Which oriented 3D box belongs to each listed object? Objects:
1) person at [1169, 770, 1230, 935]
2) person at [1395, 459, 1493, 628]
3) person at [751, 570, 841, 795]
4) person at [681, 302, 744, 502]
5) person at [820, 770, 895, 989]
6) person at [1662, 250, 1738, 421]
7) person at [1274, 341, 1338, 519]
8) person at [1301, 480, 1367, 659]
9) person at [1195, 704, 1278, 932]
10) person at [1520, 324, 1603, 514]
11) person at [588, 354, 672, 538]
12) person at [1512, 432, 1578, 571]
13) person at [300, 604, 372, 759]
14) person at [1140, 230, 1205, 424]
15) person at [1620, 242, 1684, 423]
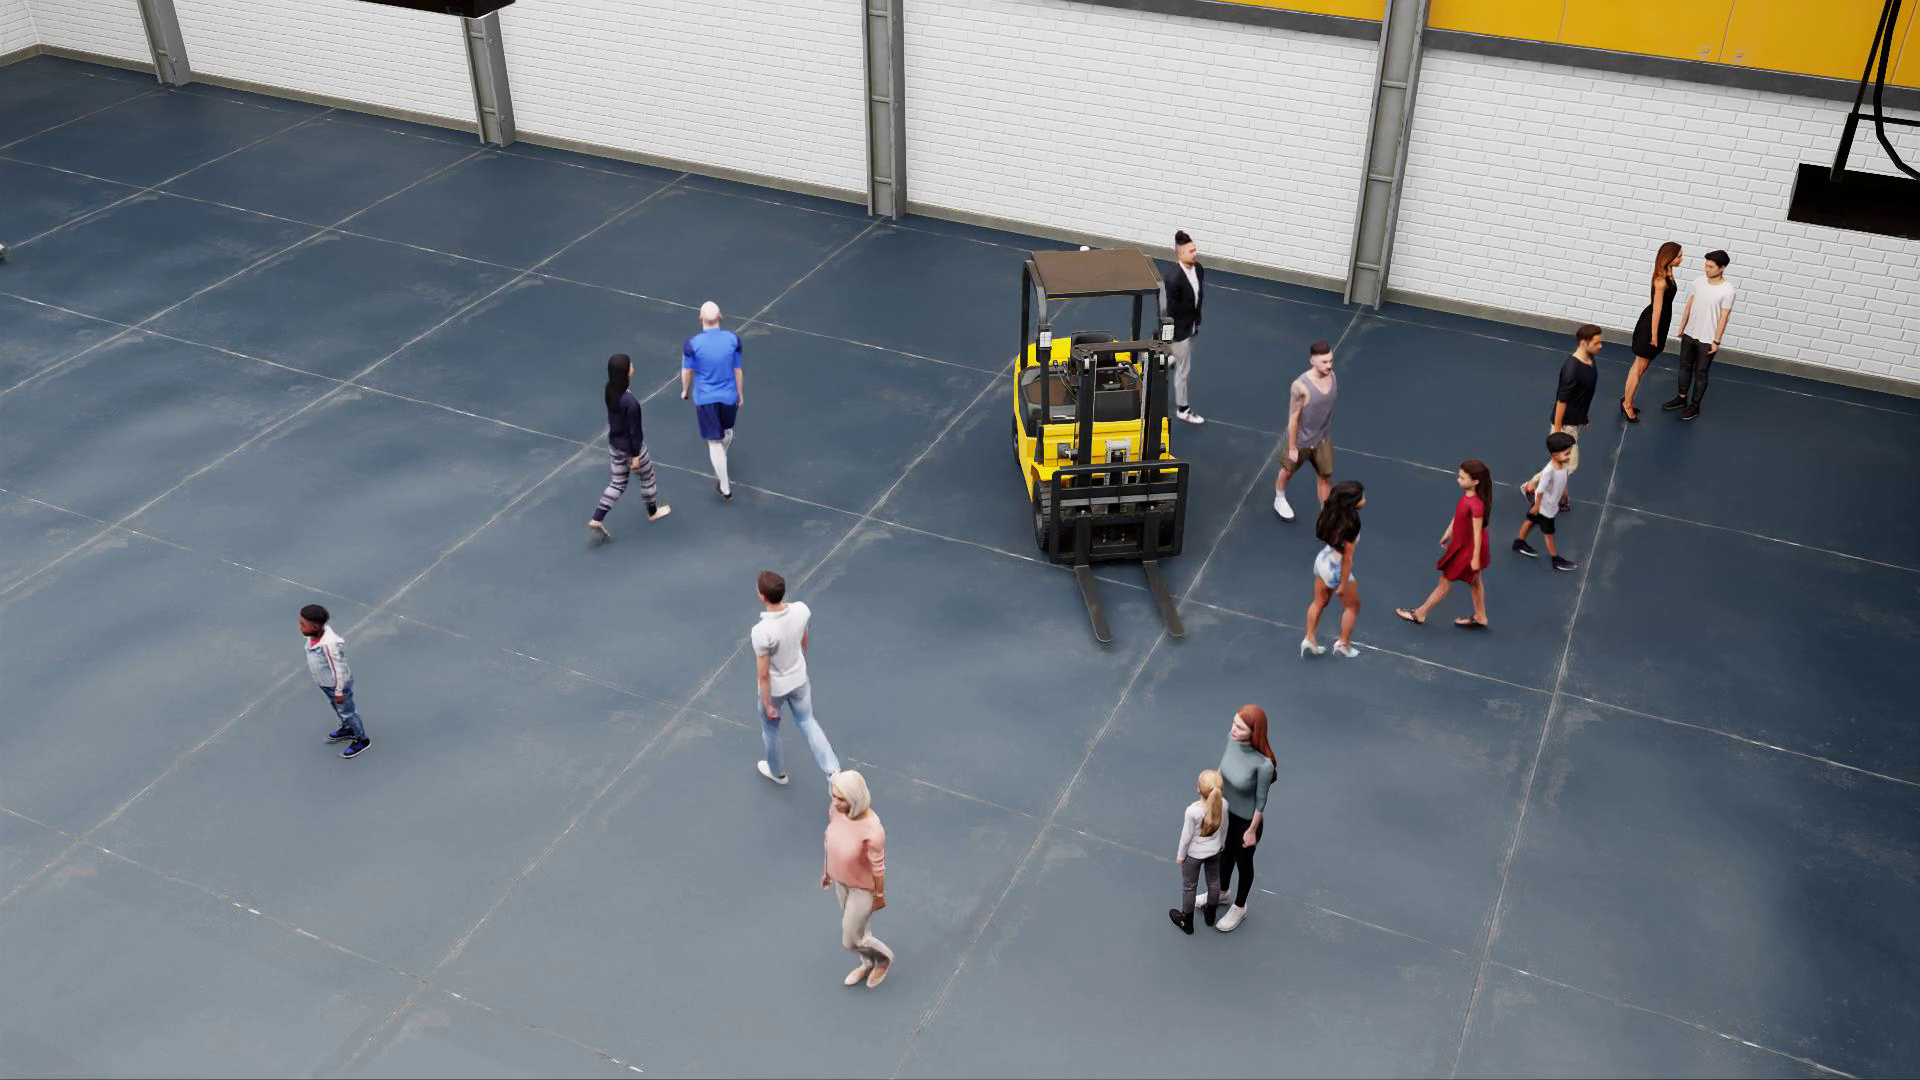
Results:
[{"bbox_3d":[1.535,1.960,10.514,0.580,1.279,0.638,-12,36,-18],"label":"person"},{"bbox_3d":[4.101,0.061,13.154,1.040,1.519,0.748,4,34,6],"label":"person"},{"bbox_3d":[-1.138,1.029,11.417,0.888,1.830,1.113,-28,43,-35],"label":"person"},{"bbox_3d":[-2.158,-1.202,14.814,1.153,1.785,1.237,-13,36,-19],"label":"person"},{"bbox_3d":[-0.559,2.011,10.047,0.766,1.712,0.674,-25,41,-33],"label":"person"},{"bbox_3d":[7.200,-2.005,16.086,0.778,1.715,0.691,-16,37,-22],"label":"person"},{"bbox_3d":[2.942,-0.928,14.352,1.082,1.803,1.218,-16,37,-22],"label":"person"},{"bbox_3d":[2.807,0.255,12.781,0.806,1.610,0.738,-8,34,-12],"label":"person"},{"bbox_3d":[1.755,1.724,10.450,0.731,1.743,0.651,-17,37,-23],"label":"person"},{"bbox_3d":[5.240,-1.075,14.569,0.722,1.845,0.695,22,39,29],"label":"person"},{"bbox_3d":[-2.929,-0.795,14.272,1.057,1.708,0.889,28,43,35],"label":"person"},{"bbox_3d":[4.909,-0.372,14.065,0.858,1.232,0.618,24,40,31],"label":"person"},{"bbox_3d":[-4.513,0.984,12.004,0.627,1.255,0.531,-28,43,-35],"label":"person"},{"bbox_3d":[2.058,-2.086,16.015,1.185,1.929,0.905,26,42,33],"label":"person"},{"bbox_3d":[6.635,-2.000,15.969,0.508,1.835,0.567,14,36,20],"label":"person"}]
